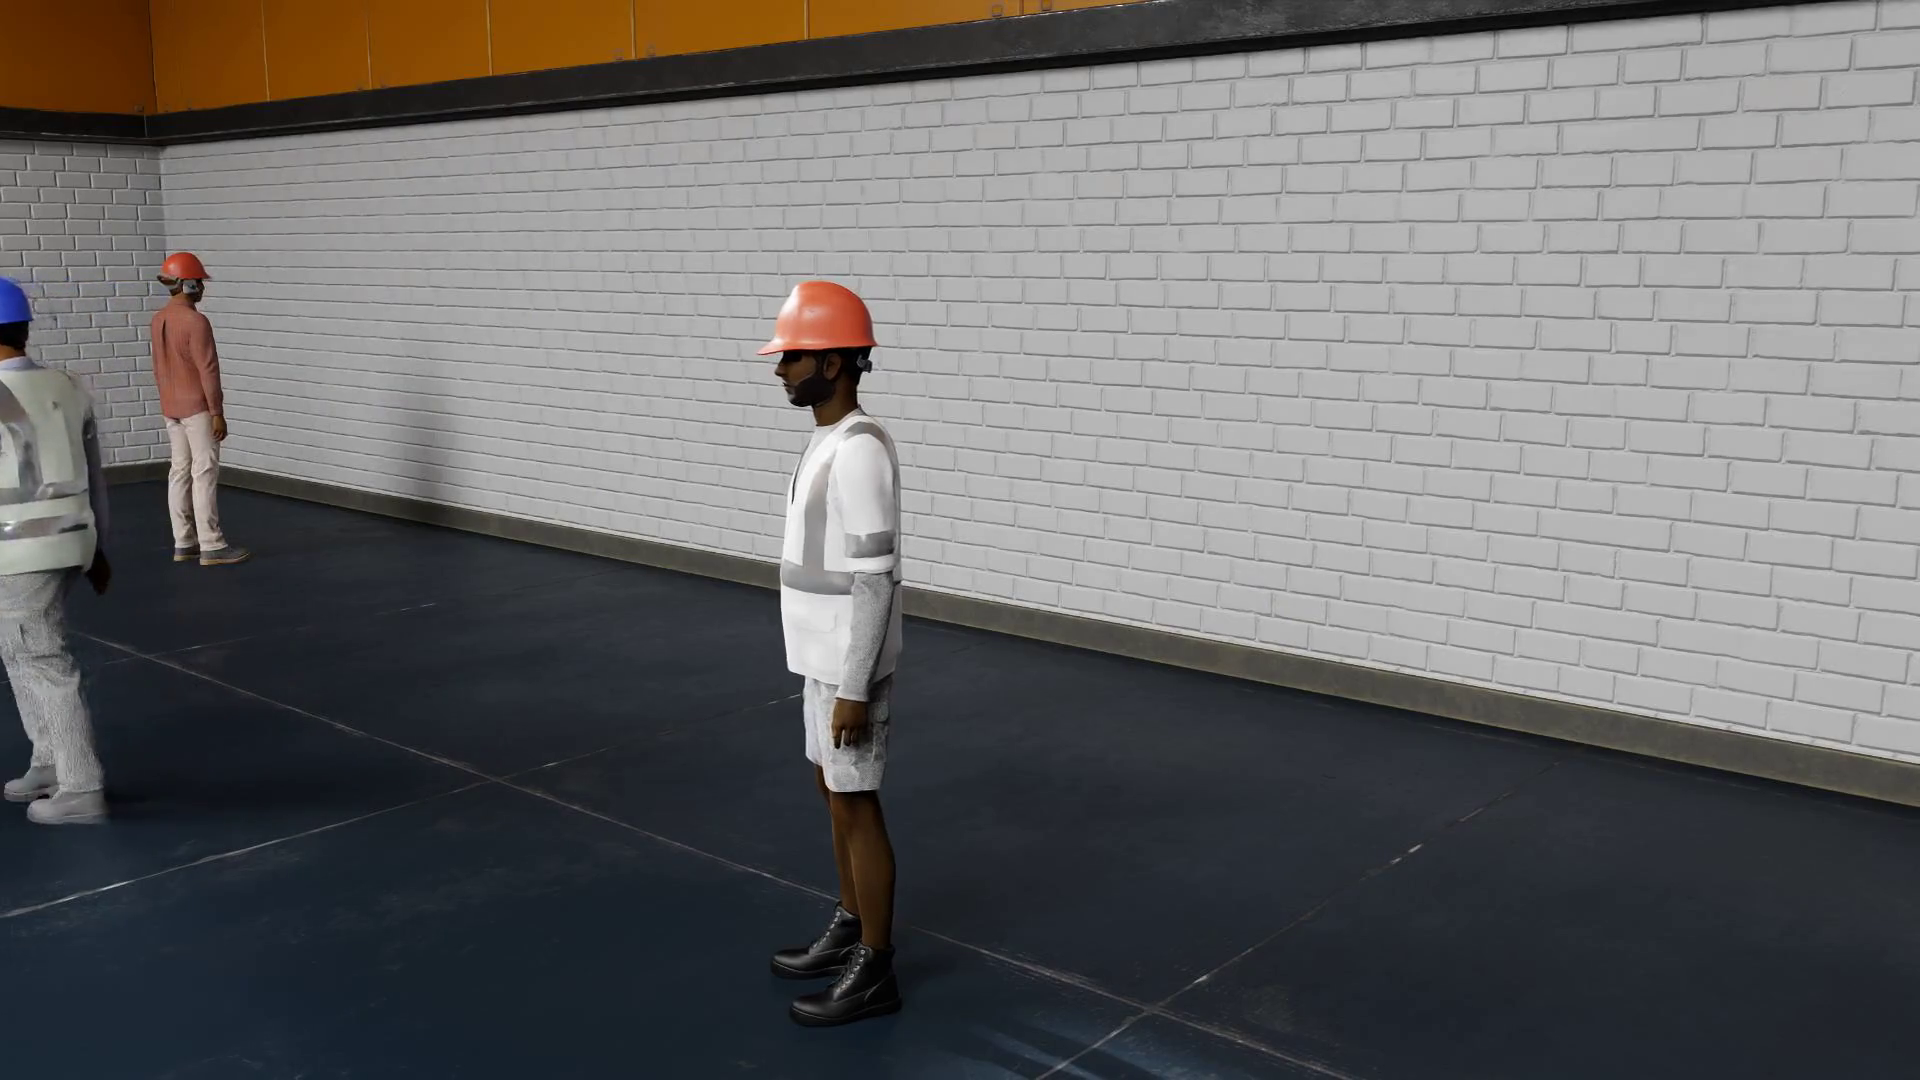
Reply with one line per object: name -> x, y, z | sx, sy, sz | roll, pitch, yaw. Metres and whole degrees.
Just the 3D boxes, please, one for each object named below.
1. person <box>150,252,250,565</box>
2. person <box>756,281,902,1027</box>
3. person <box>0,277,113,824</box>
person -> -4.913, -0.836, 10.668 | 0.612, 1.997, 0.376 | 7, 12, 34
person -> -0.337, 0.300, 4.365 | 0.357, 1.936, 0.551 | -3, 10, -14
person -> -3.312, 0.051, 5.801 | 0.662, 1.922, 0.610 | 1, 10, 4
